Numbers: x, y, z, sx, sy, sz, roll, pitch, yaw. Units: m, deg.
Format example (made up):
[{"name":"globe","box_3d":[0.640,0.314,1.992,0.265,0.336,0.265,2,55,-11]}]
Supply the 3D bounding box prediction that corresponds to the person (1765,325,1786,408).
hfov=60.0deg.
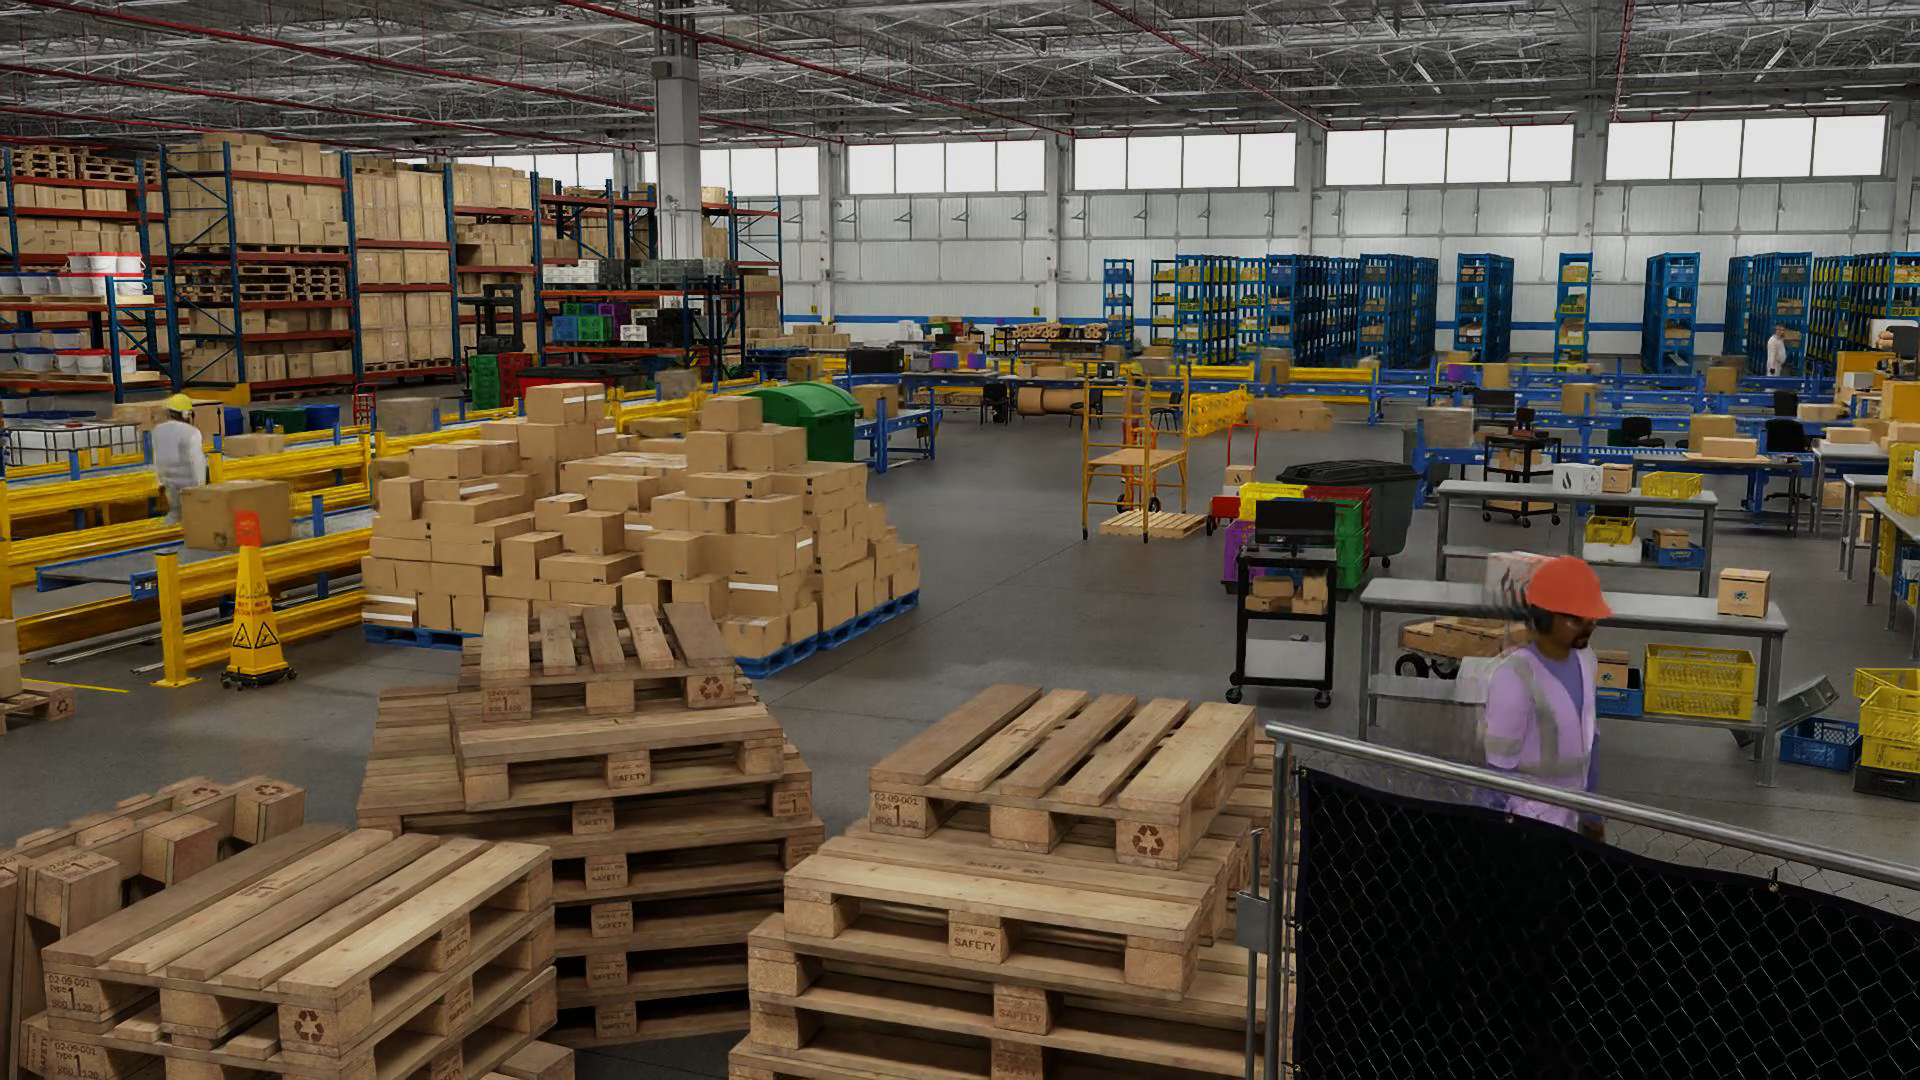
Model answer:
[{"name":"person","box_3d":[18.733,-3.987,38.172,0.399,1.909,0.642,6,11,35]}]

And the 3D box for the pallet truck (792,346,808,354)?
[{"name":"pallet truck","box_3d":[-3.705,-4.298,42.022,0.653,1.274,1.630,3,10,20]}]

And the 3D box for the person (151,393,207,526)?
[{"name":"person","box_3d":[-8.161,-0.625,17.363,0.599,1.812,0.630,3,10,18]}]

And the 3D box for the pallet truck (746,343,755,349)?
[{"name":"pallet truck","box_3d":[-6.183,-4.618,44.264,1.601,1.201,0.680,-9,12,-43]}]

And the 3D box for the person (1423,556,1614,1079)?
[{"name":"person","box_3d":[2.138,1.028,6.335,0.620,2.018,0.734,-9,13,-44]}]

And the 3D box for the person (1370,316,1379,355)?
[{"name":"person","box_3d":[13.092,-6.330,52.657,0.414,1.985,0.611,3,10,20]}]

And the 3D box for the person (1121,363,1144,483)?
[{"name":"person","box_3d":[2.527,-1.710,24.328,0.316,1.765,0.523,3,10,20]}]

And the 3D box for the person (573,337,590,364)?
[{"name":"person","box_3d":[-9.878,-4.800,43.350,0.651,1.884,1.012,8,12,40]}]

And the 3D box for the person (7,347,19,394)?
[{"name":"person","box_3d":[-20.391,-3.443,35.667,0.357,1.620,0.501,3,9,17]}]

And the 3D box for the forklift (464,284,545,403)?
[{"name":"forklift","box_3d":[-10.832,-4.702,39.610,1.129,2.768,1.873,3,10,20]}]
